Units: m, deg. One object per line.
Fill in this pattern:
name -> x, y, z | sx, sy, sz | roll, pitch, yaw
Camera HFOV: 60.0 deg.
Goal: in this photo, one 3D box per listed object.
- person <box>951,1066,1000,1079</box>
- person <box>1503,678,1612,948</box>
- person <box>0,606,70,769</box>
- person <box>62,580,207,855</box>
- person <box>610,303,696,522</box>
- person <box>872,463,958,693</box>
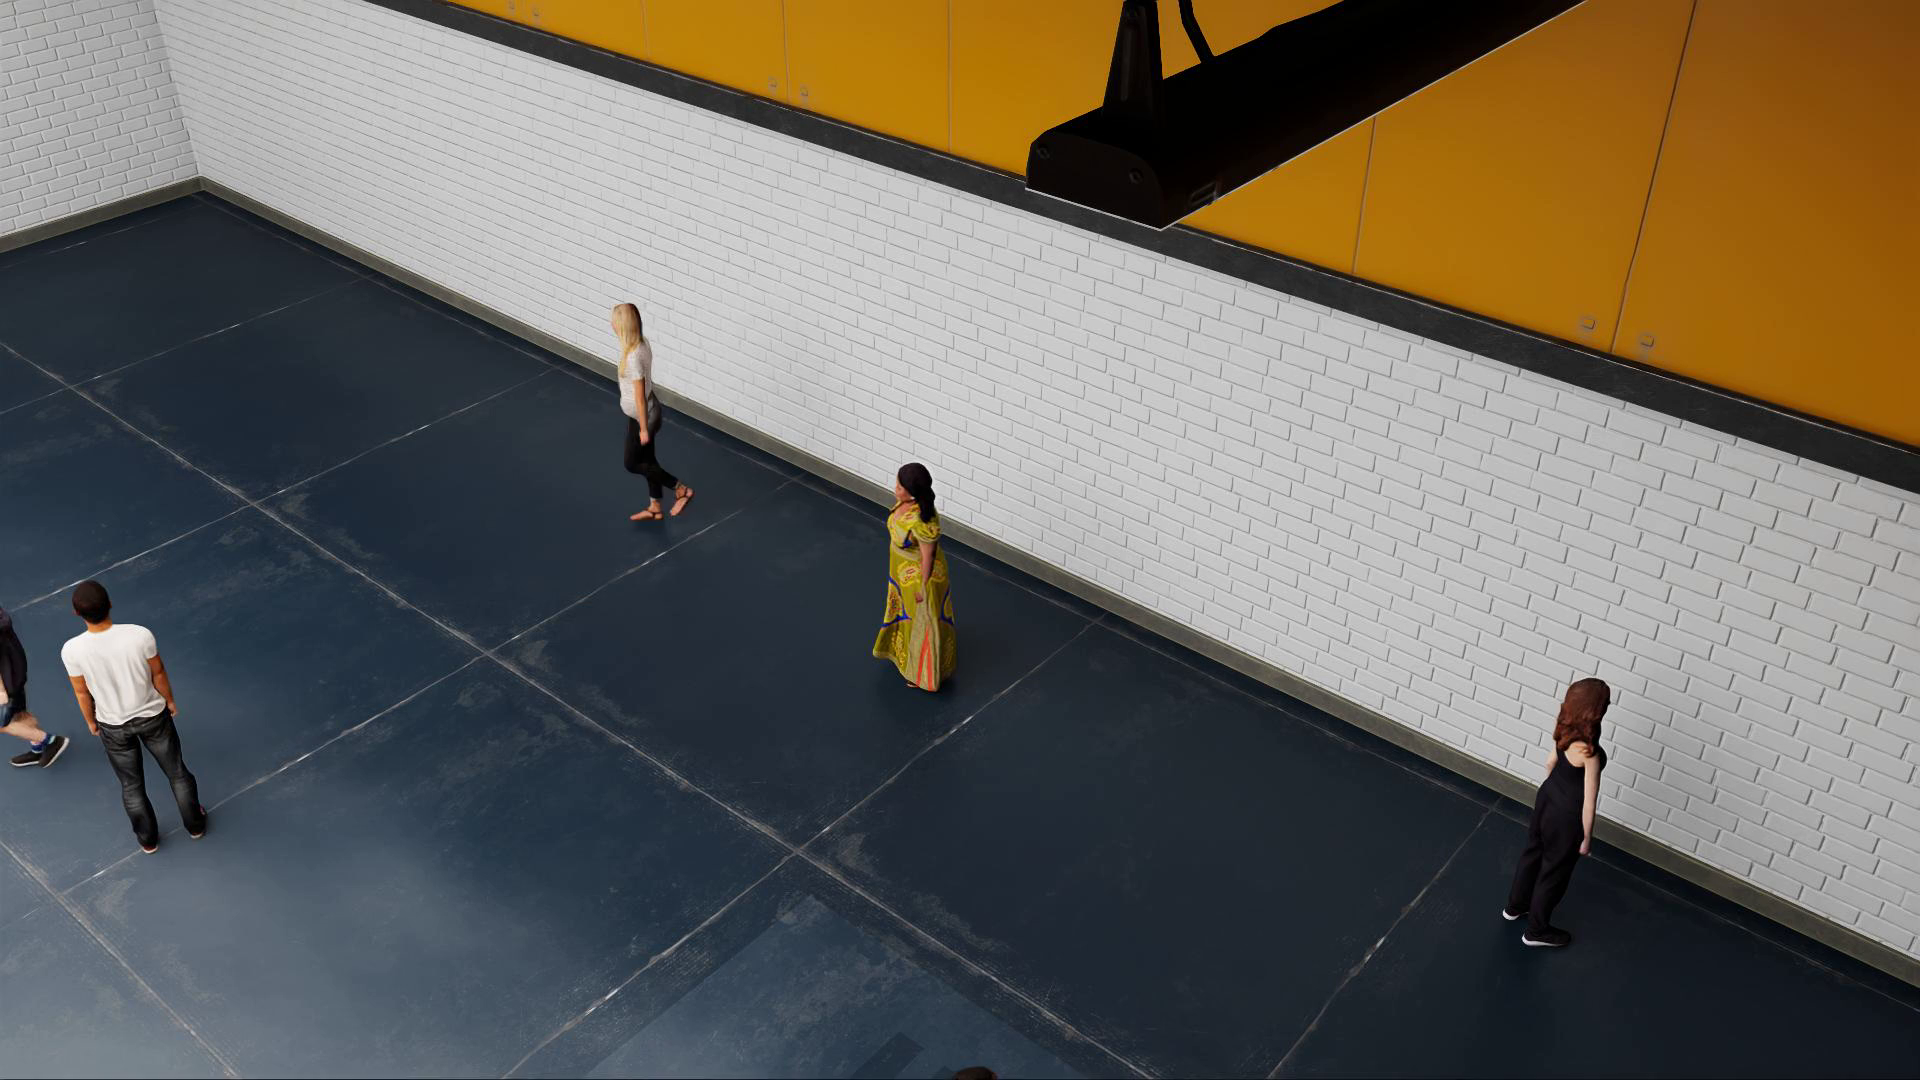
person -> 0.044, 2.785, 6.831 | 0.597, 1.808, 0.671 | -24, 40, -31
person -> 3.210, 1.445, 8.901 | 0.700, 1.748, 0.661 | -7, 34, -10
person -> -5.751, 0.818, 10.124 | 0.742, 1.439, 0.686 | -10, 35, -15
person -> -4.740, 1.012, 9.515 | 0.610, 1.800, 0.757 | -16, 37, -23
person -> -2.260, -0.922, 12.401 | 0.893, 1.815, 0.827 | -6, 34, -10
person -> -0.276, 0.209, 10.850 | 0.996, 1.659, 0.992 | -11, 35, -16
